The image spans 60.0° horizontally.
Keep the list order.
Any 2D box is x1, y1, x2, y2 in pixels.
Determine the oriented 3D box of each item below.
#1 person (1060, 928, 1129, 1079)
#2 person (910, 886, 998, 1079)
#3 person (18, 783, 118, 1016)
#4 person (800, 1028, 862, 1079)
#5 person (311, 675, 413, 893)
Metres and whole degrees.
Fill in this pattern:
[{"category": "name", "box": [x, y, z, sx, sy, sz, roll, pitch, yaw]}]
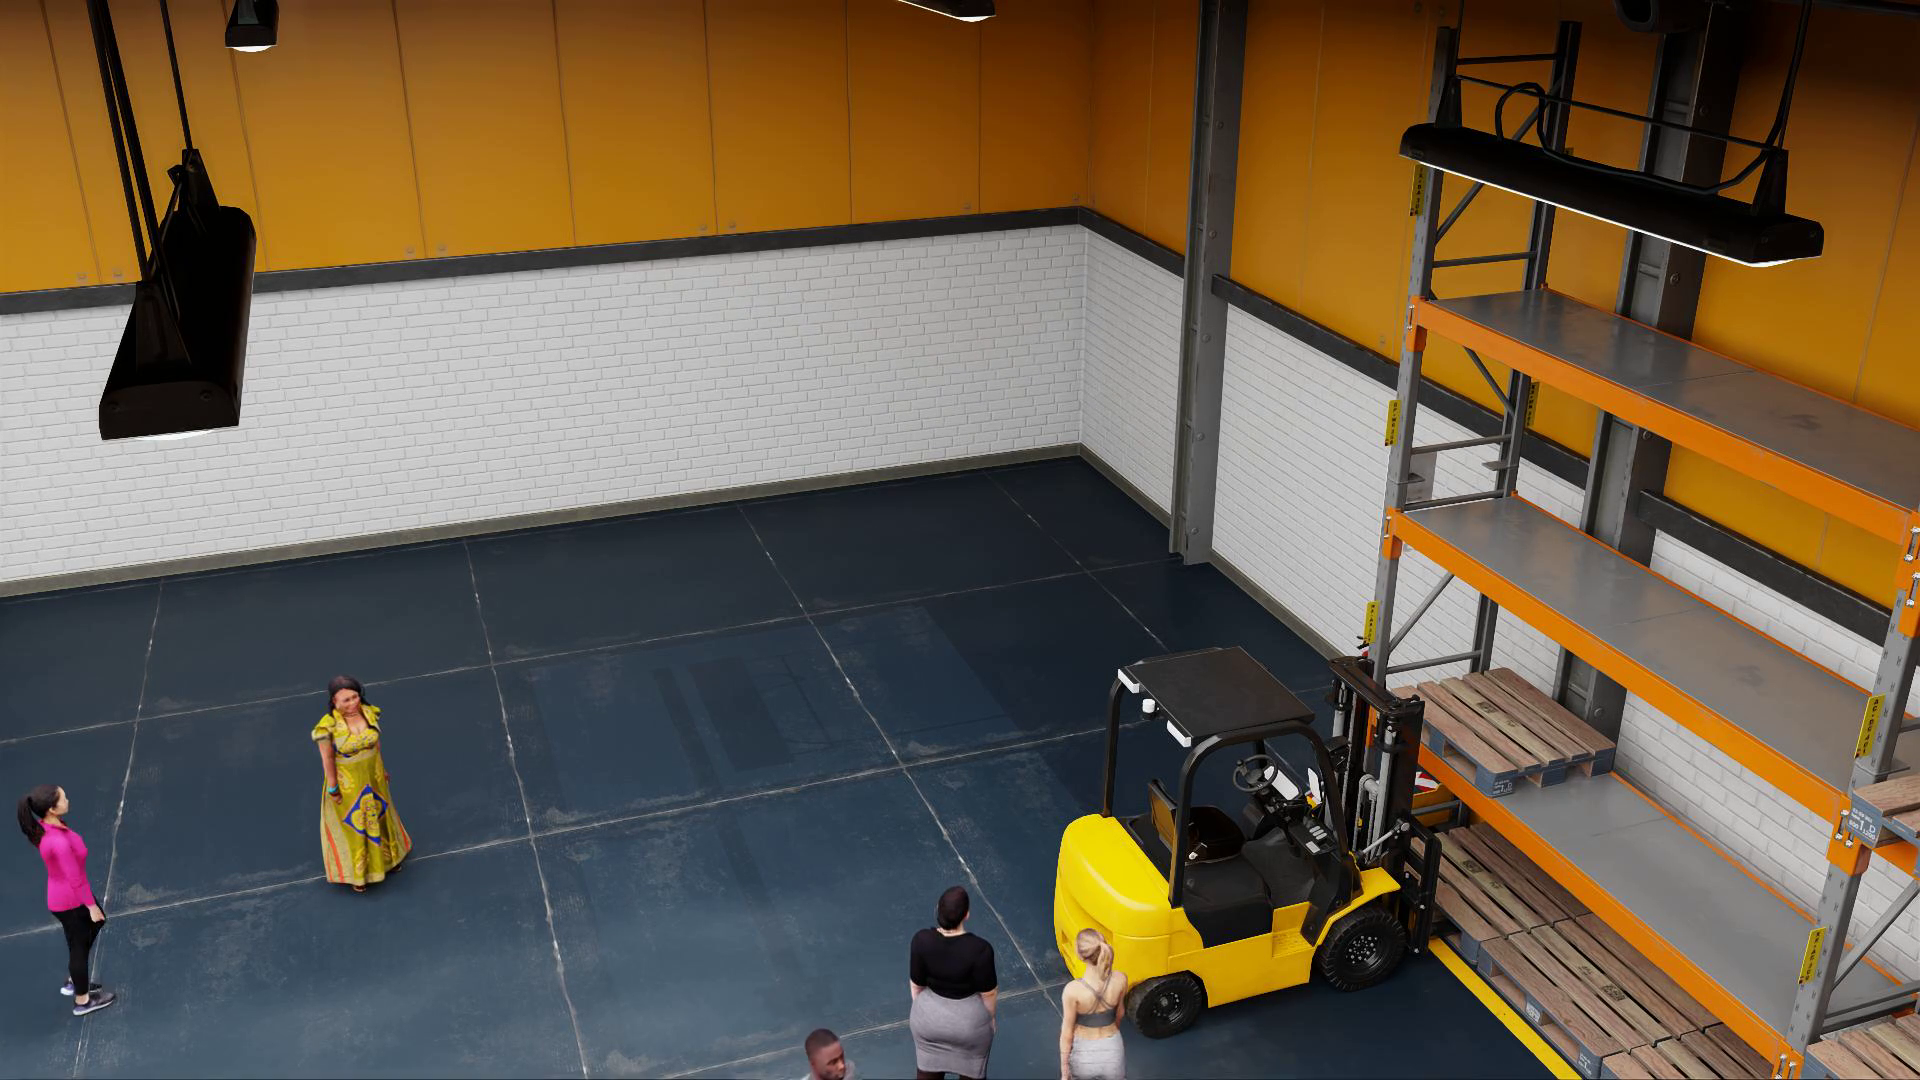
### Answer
[{"category": "person", "box": [0.777, 2.940, 9.175, 0.692, 1.670, 1.091, -4, 24, -8]}, {"category": "person", "box": [-0.042, 2.744, 9.512, 0.780, 1.759, 0.806, 6, 24, 13]}, {"category": "person", "box": [-5.760, 2.316, 10.578, 0.753, 1.690, 0.648, -20, 30, -38]}, {"category": "person", "box": [-0.756, 3.190, 8.426, 1.139, 1.812, 1.025, 15, 28, 31]}, {"category": "person", "box": [-4.350, 1.718, 11.983, 1.027, 1.660, 1.002, 15, 28, 31]}]
